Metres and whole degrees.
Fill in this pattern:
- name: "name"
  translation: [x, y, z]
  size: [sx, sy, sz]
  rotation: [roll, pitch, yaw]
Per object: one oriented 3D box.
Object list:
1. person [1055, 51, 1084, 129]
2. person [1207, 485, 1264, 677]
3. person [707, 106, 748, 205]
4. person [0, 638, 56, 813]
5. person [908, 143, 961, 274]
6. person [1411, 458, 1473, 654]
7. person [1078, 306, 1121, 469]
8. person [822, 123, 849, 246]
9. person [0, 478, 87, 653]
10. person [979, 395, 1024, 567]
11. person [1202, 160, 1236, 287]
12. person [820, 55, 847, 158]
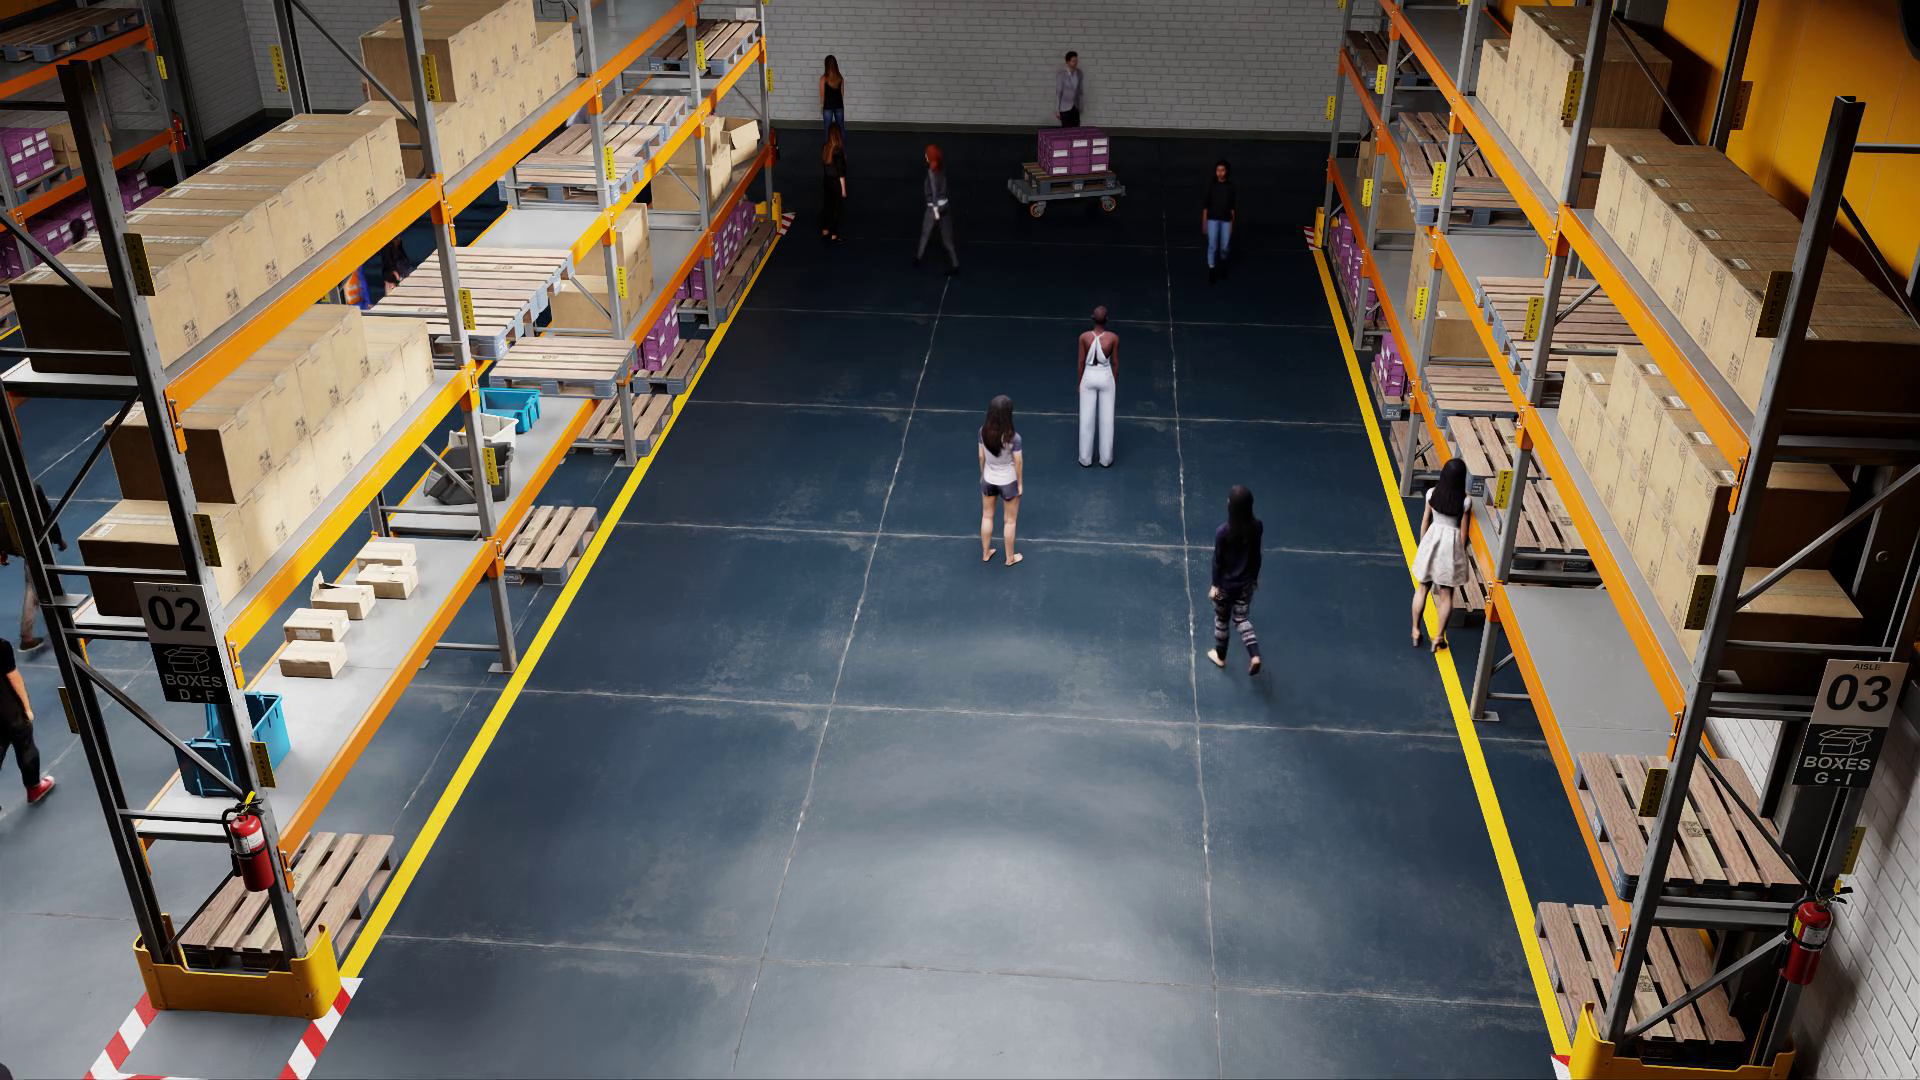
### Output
- name: "person"
  translation: [1.738, -7.132, 27.392]
  size: [1.013, 1.830, 1.115]
  rotation: [-17, 33, -28]
- name: "person"
  translation: [2.307, 0.379, 13.740]
  size: [0.852, 1.718, 0.998]
  rotation: [-12, 31, -20]
- name: "person"
  translation: [-3.676, -5.805, 25.059]
  size: [0.746, 1.735, 1.118]
  rotation: [0, 29, 0]
- name: "person"
  translation: [-7.052, 1.256, 12.107]
  size: [0.633, 1.743, 0.845]
  rotation: [2, 29, 5]
- name: "person"
  translation: [-0.246, -4.443, 22.583]
  size: [0.918, 1.715, 1.060]
  rotation: [7, 29, 13]
- name: "person"
  translation: [4.104, 0.123, 14.155]
  size: [0.774, 1.769, 0.794]
  rotation: [18, 33, 29]
- name: "person"
  translation: [1.431, -1.587, 17.276]
  size: [0.565, 1.784, 0.465]
  rotation: [2, 29, 4]
- name: "person"
  translation: [-1.831, -5.098, 23.791]
  size: [0.746, 1.708, 0.670]
  rotation: [-18, 33, -29]
- name: "person"
  translation: [-7.989, 0.111, 14.198]
  size: [0.733, 1.749, 1.226]
  rotation: [4, 29, 8]
- name: "person"
  translation: [0.373, -0.561, 15.476]
  size: [0.666, 1.706, 0.650]
  rotation: [13, 31, 23]
- name: "person"
  translation: [3.485, -4.272, 22.293]
  size: [0.630, 1.691, 0.696]
  rotation: [6, 29, 11]
- name: "person"
  translation: [-2.103, -7.161, 27.558]
  size: [0.670, 1.722, 0.672]
  rotation: [-12, 31, -21]
